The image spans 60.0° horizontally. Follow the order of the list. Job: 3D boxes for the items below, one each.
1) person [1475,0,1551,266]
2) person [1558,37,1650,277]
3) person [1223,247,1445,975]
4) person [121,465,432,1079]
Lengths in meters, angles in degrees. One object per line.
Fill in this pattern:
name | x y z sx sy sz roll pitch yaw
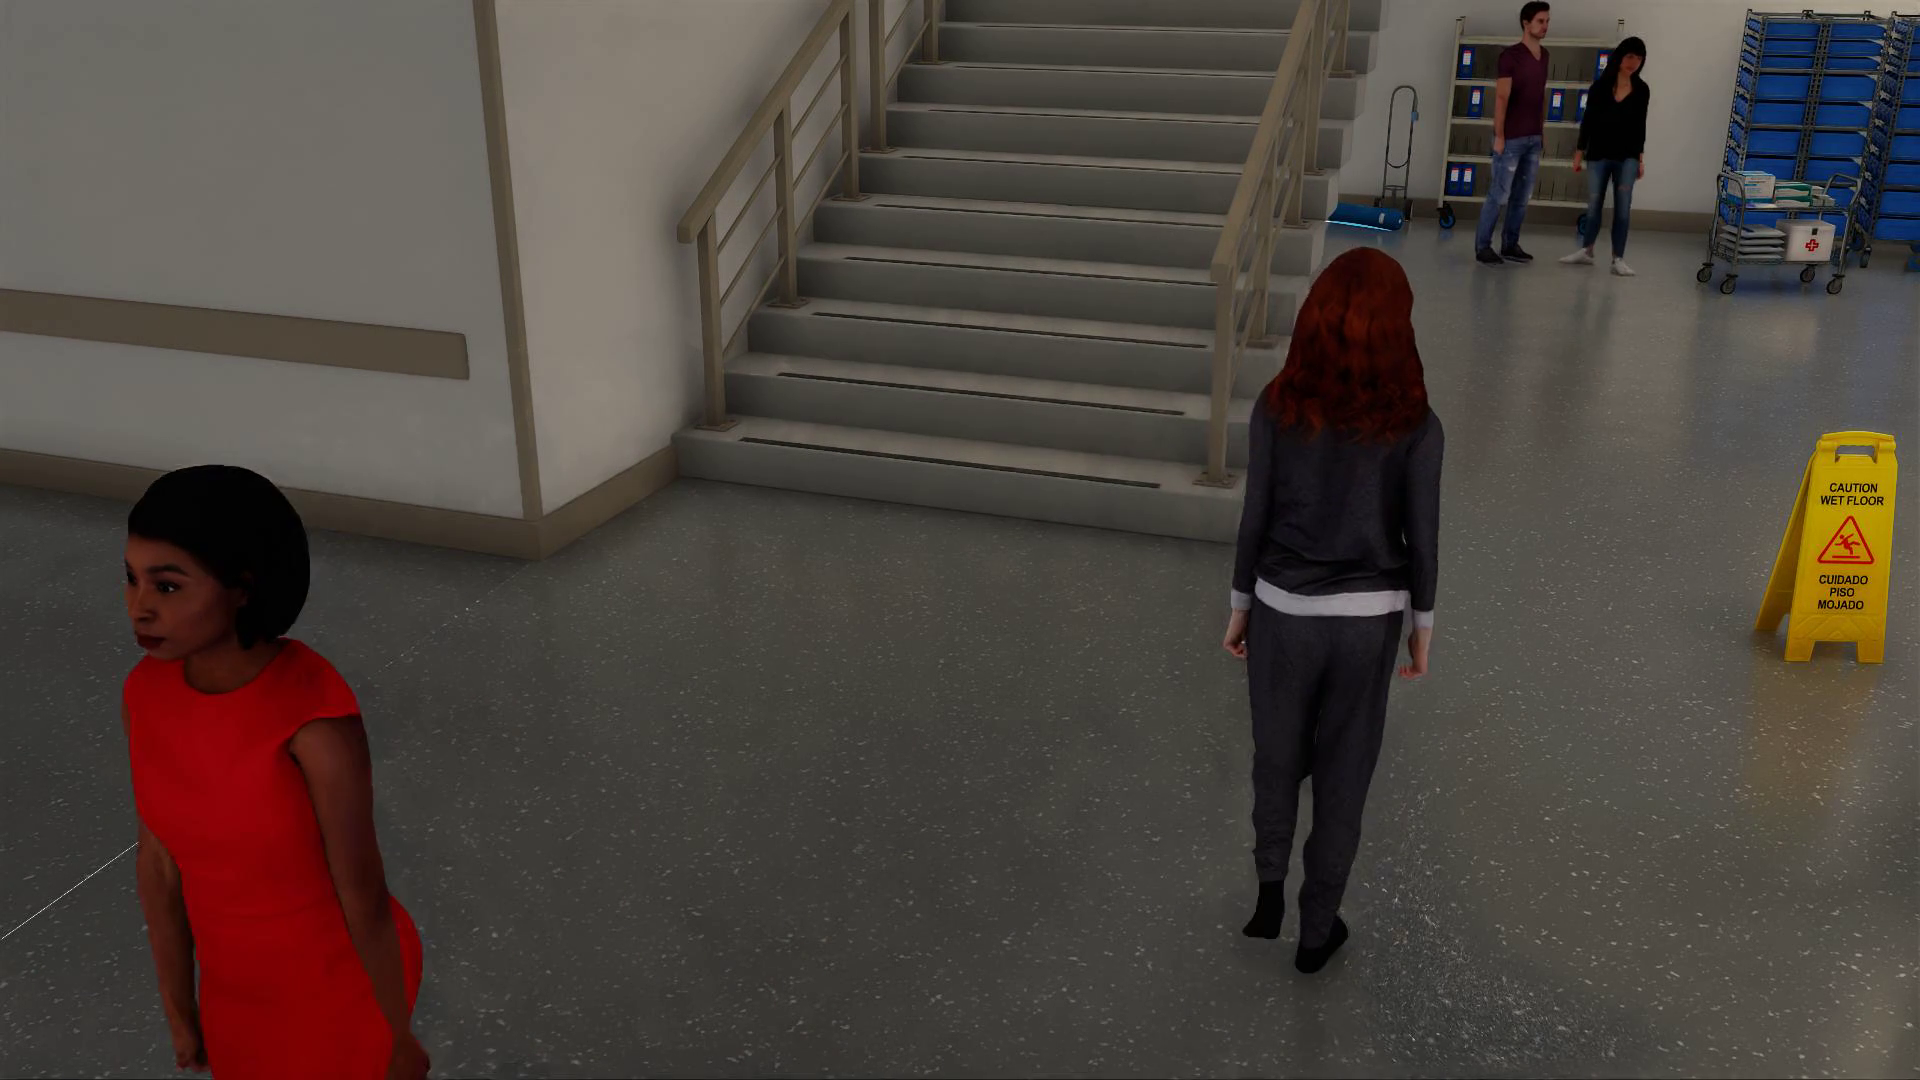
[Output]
person | 4.009 -2.933 12.012 0.708 1.843 0.807 -14 25 -32
person | 4.569 -2.696 11.706 0.724 1.617 0.778 11 23 27
person | 0.804 0.245 3.729 0.621 1.768 0.621 8 22 21
person | -0.964 0.691 2.615 0.569 1.722 0.868 8 22 20
